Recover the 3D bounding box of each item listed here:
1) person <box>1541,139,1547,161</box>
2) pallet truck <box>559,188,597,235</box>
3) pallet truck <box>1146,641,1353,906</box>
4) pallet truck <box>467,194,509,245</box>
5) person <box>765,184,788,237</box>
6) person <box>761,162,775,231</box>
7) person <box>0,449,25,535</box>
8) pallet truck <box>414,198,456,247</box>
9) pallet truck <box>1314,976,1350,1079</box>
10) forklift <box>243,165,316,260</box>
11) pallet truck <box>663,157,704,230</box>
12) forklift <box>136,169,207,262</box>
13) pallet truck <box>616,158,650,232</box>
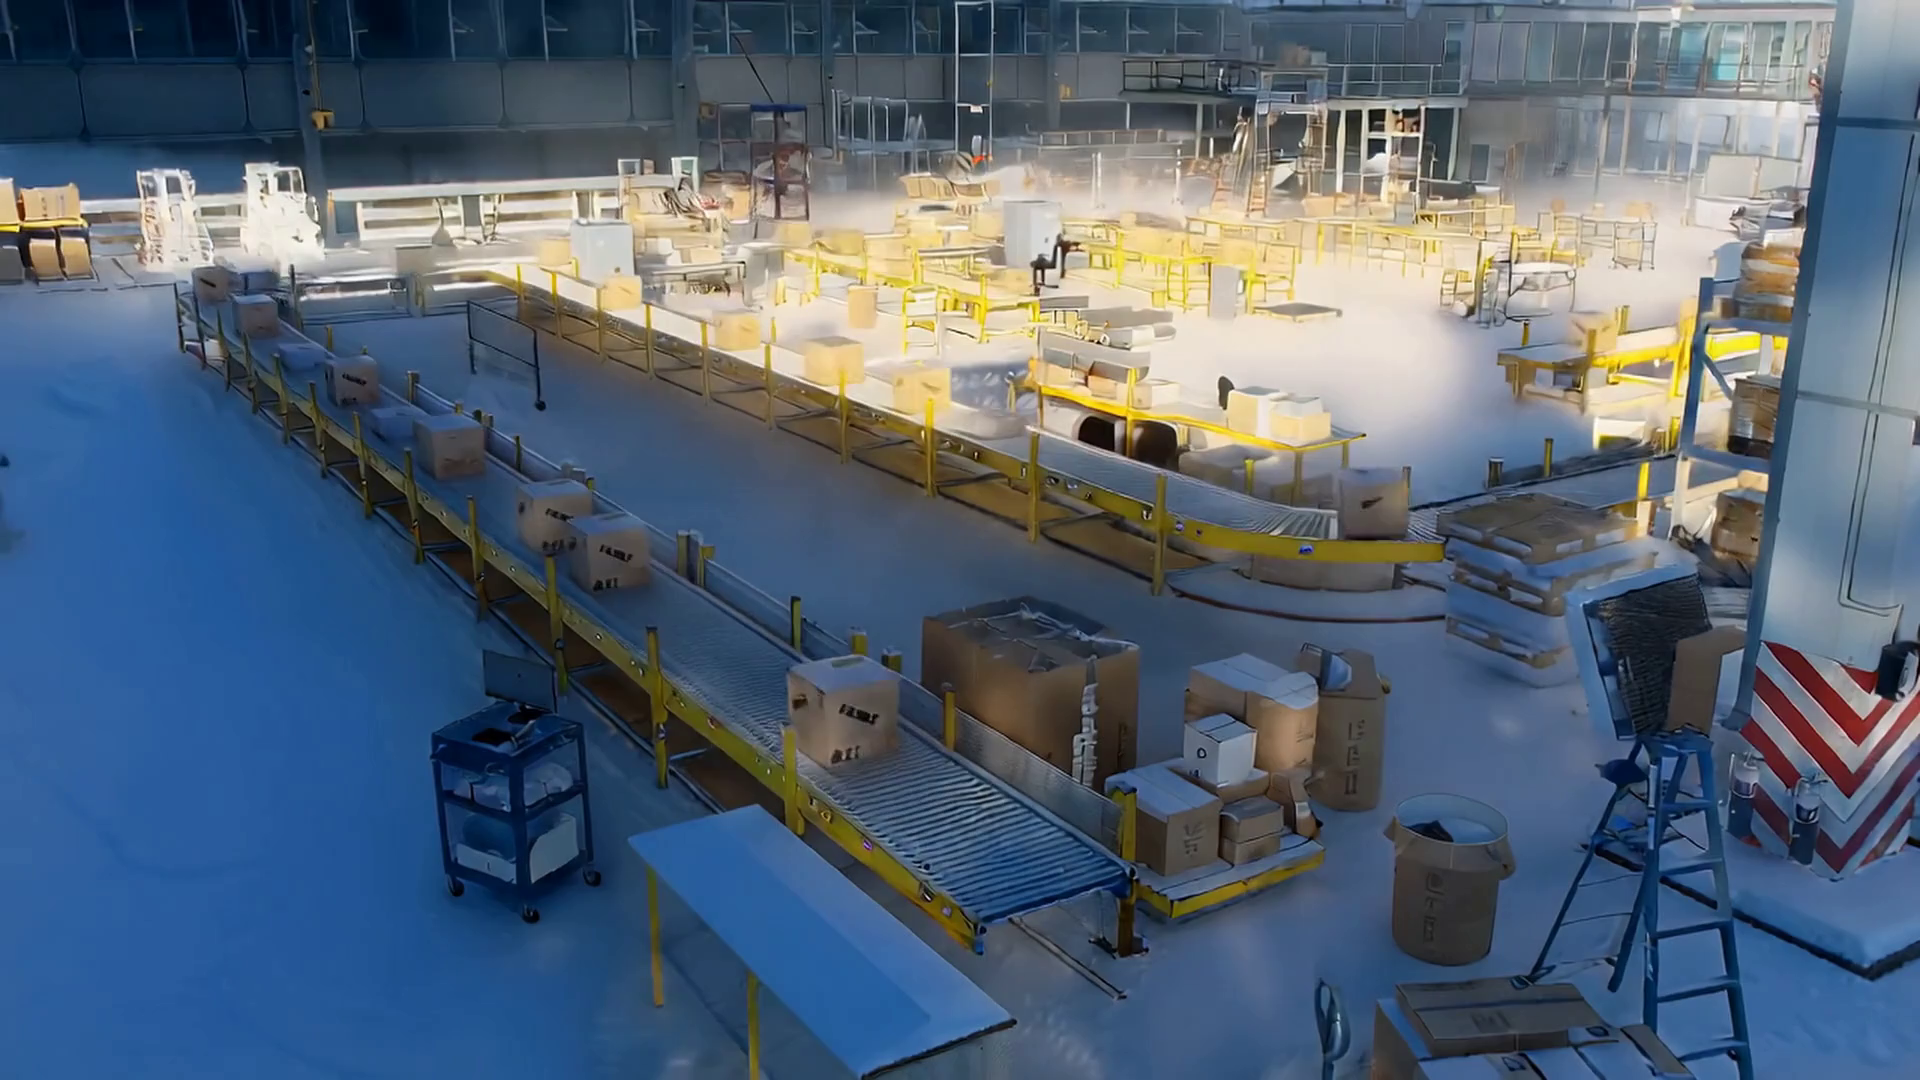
[{"bbox_3d":[22.292,-14.703,63.272,0.515,1.616,0.419,8,19,25],"label":"person"},{"bbox_3d":[-10.010,-8.652,43.699,0.653,1.274,1.630,-10,20,-31],"label":"pallet truck"},{"bbox_3d":[1.664,1.407,10.232,1.630,1.274,0.653,-10,20,-31],"label":"pallet truck"},{"bbox_3d":[-11.983,-8.177,42.137,0.704,1.261,1.522,-11,20,-33],"label":"pallet truck"},{"bbox_3d":[-4.469,-8.091,40.647,0.604,1.999,1.012,5,17,15],"label":"person"},{"bbox_3d":[-4.985,-9.157,44.424,0.647,1.881,0.883,2,17,5],"label":"person"},{"bbox_3d":[-9.932,-0.915,16.907,0.643,1.908,0.766,16,23,42],"label":"person"},{"bbox_3d":[-13.250,-8.060,41.856,0.680,1.201,1.601,-10,20,-31],"label":"pallet truck"},{"bbox_3d":[2.299,2.390,7.086,1.601,1.201,0.680,-2,17,-7],"label":"pallet truck"},{"bbox_3d":[-15.898,-7.669,38.708,1.157,1.987,2.680,-11,20,-33],"label":"forklift"},{"bbox_3d":[-7.586,-9.308,44.692,0.823,1.965,1.885,-11,20,-33],"label":"pallet truck"},{"bbox_3d":[-17.842,-7.318,37.559,1.157,1.987,2.680,-10,20,-31],"label":"forklift"},{"bbox_3d":[-8.918,-9.176,44.255,0.823,1.965,1.885,-9,19,-27],"label":"pallet truck"}]
